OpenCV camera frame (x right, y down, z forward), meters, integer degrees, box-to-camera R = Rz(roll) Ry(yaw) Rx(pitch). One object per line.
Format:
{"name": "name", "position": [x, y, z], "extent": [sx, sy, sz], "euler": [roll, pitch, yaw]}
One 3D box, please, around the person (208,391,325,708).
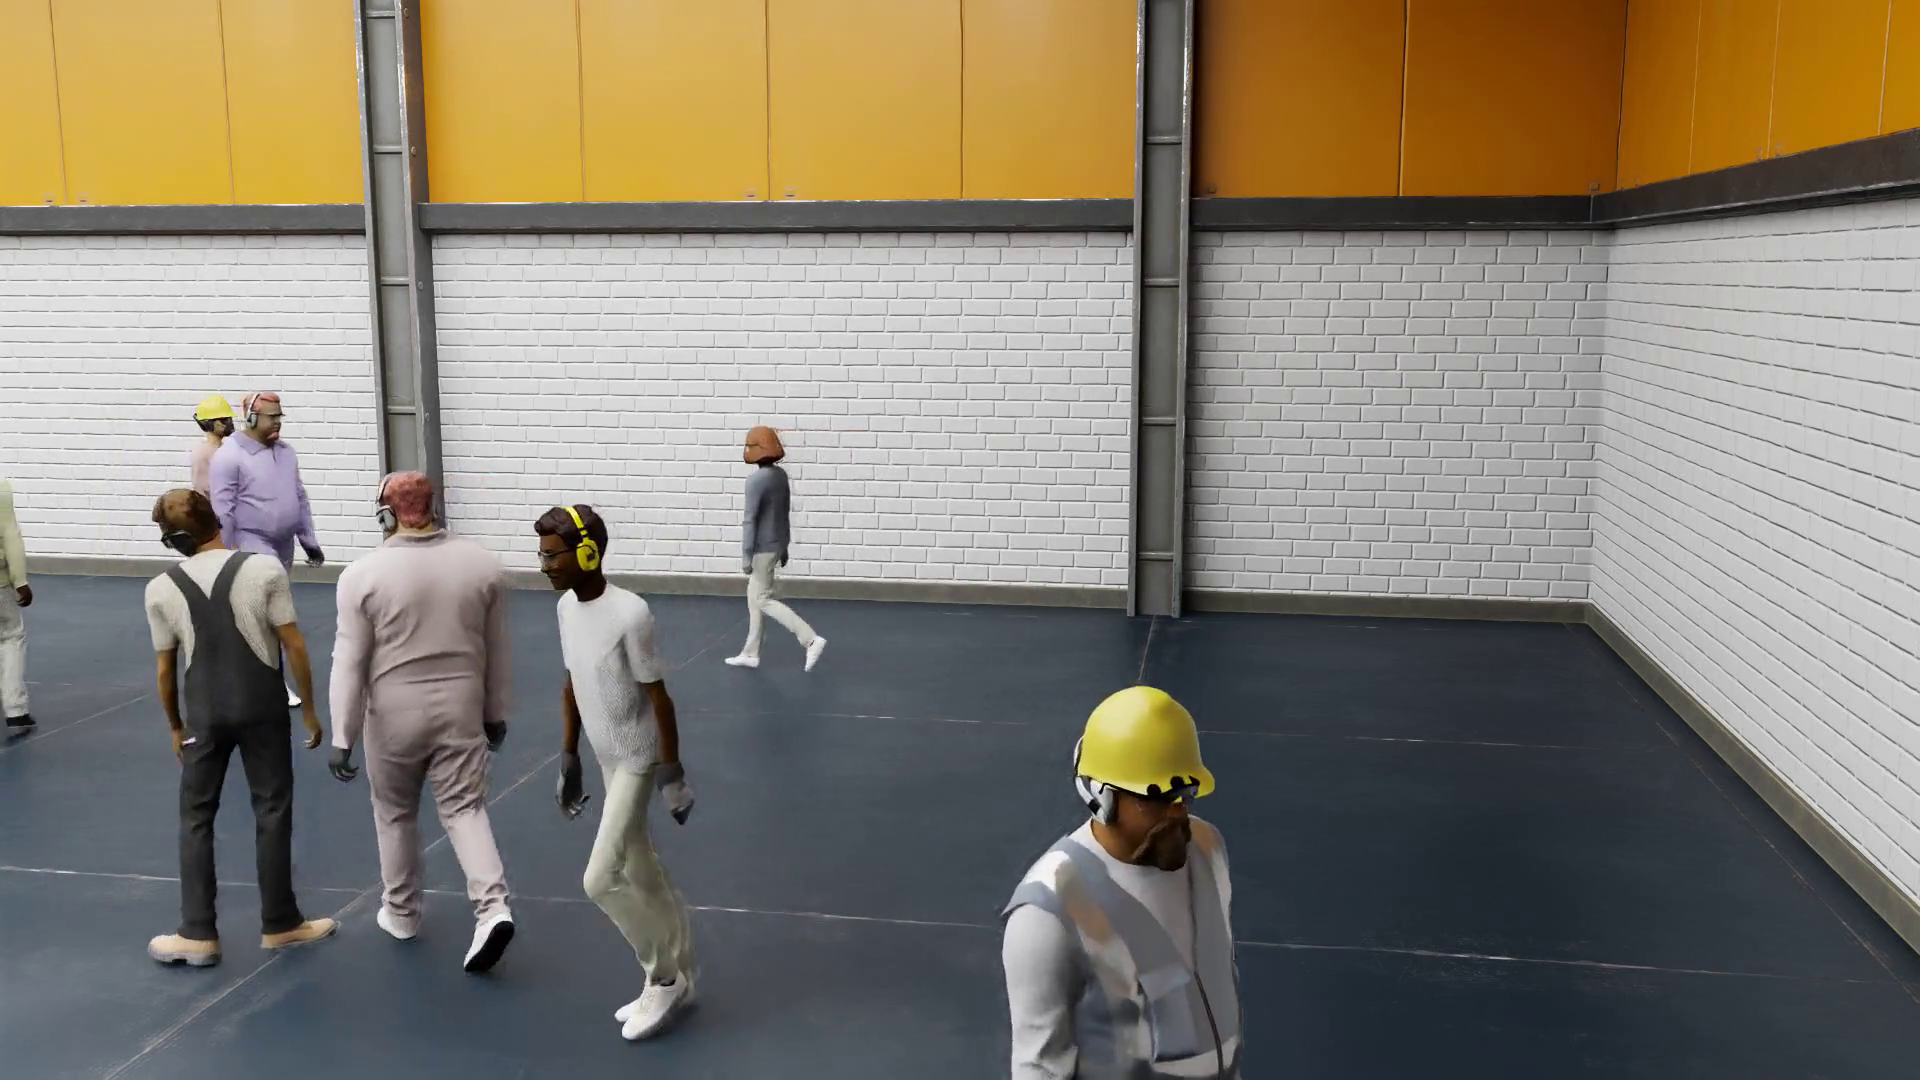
{"name": "person", "position": [-4.108, 0.051, 10.019], "extent": [0.689, 1.884, 0.641], "euler": [2, 9, 13]}

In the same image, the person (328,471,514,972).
{"name": "person", "position": [-1.998, 0.677, 6.246], "extent": [0.704, 1.866, 0.856], "euler": [-7, 11, -36]}

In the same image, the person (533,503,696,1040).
{"name": "person", "position": [-1.144, 0.780, 5.674], "extent": [0.524, 1.832, 0.517], "euler": [-6, 11, -34]}

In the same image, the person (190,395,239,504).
{"name": "person", "position": [-5.001, -0.096, 11.277], "extent": [0.309, 1.772, 0.525], "euler": [0, 9, 0]}

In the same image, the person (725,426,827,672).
{"name": "person", "position": [-1.205, 0.065, 10.769], "extent": [0.714, 1.605, 0.507], "euler": [3, 10, 18]}

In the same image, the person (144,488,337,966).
{"name": "person", "position": [-2.746, 0.704, 6.266], "extent": [0.658, 1.803, 0.356], "euler": [-1, 9, -8]}

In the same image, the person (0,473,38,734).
{"name": "person", "position": [-5.483, 0.216, 9.188], "extent": [0.643, 1.819, 0.417], "euler": [-2, 9, -10]}

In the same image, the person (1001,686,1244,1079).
{"name": "person", "position": [0.322, 1.163, 3.354], "extent": [0.607, 1.818, 0.611], "euler": [-9, 13, -44]}
